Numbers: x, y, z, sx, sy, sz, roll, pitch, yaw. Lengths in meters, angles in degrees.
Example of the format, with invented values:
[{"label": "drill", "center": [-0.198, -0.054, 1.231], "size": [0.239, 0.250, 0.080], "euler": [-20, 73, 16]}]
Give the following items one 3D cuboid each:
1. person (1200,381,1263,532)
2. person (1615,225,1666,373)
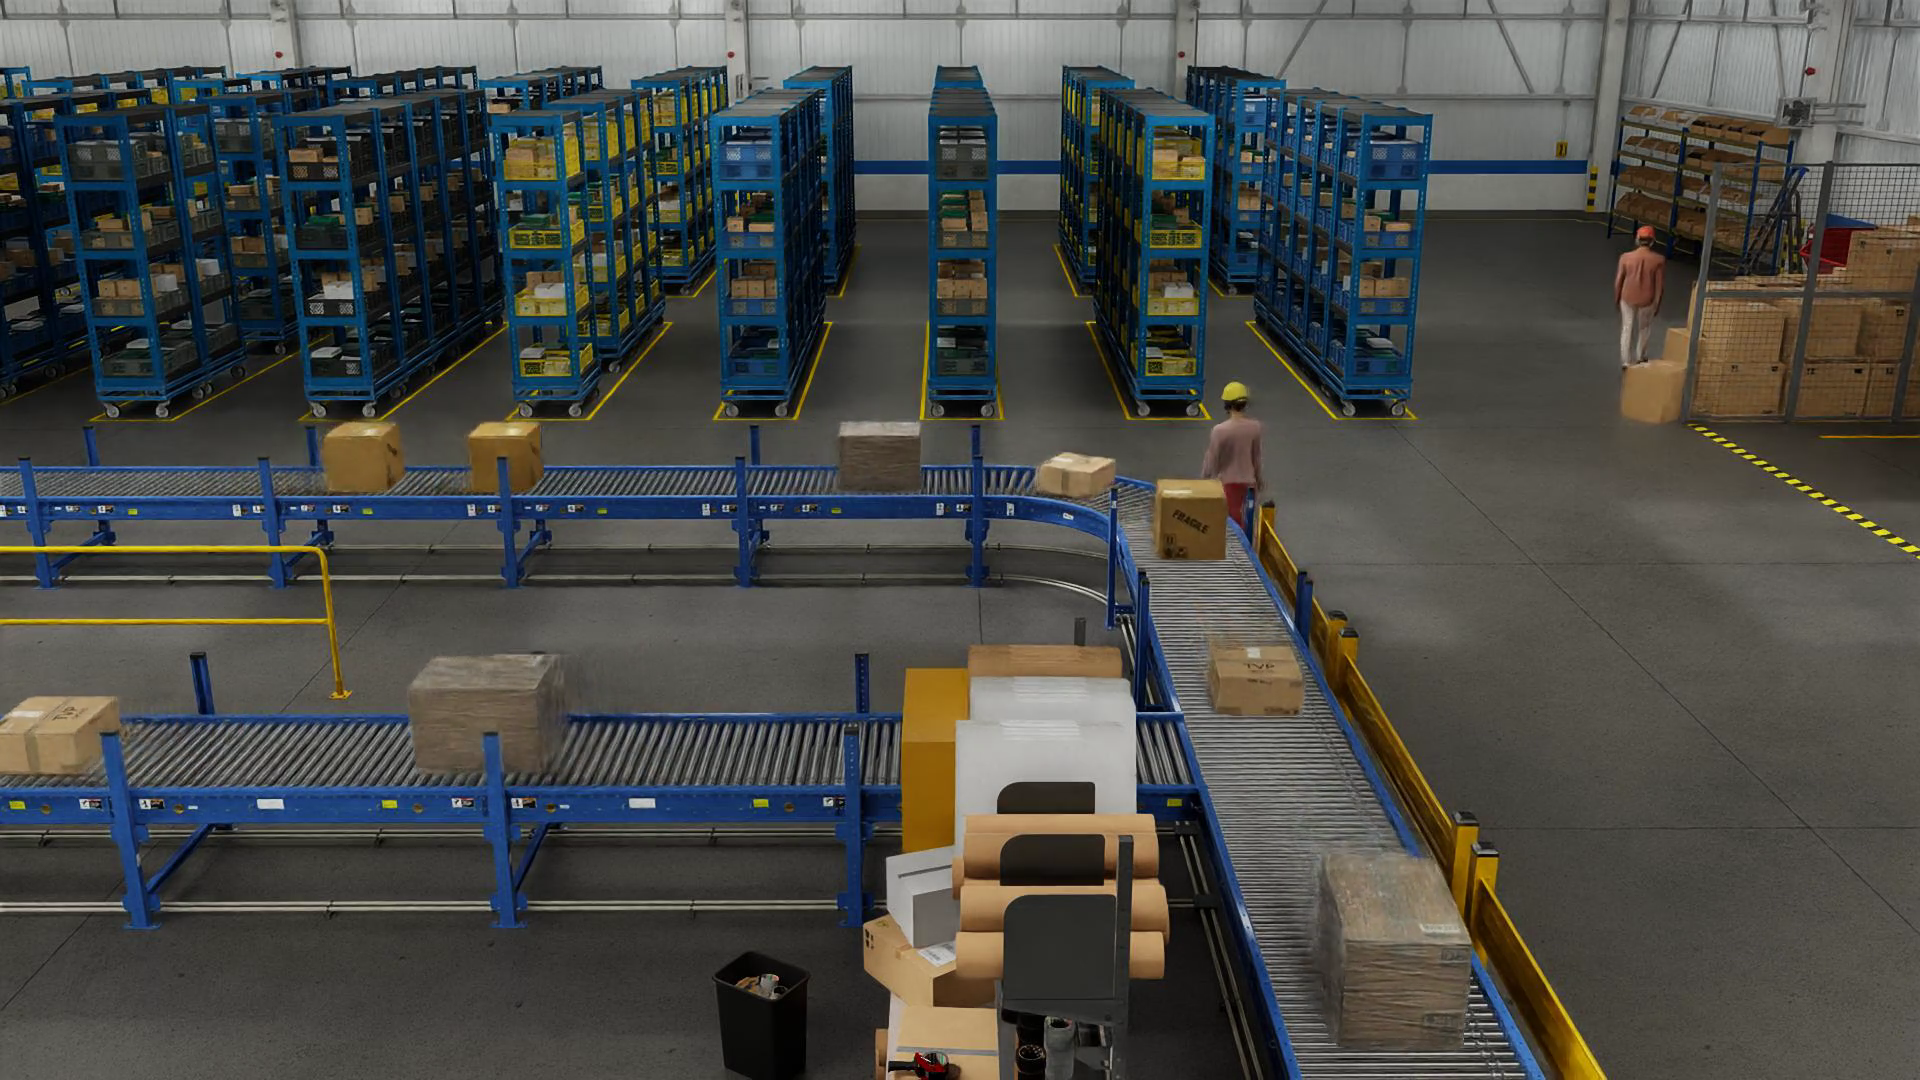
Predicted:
[{"label": "person", "center": [2.328, -0.523, 14.463], "size": [0.527, 1.723, 0.890], "euler": [-11, 21, -31]}, {"label": "person", "center": [9.200, -3.276, 22.542], "size": [0.619, 1.965, 0.819], "euler": [8, 20, 24]}]
